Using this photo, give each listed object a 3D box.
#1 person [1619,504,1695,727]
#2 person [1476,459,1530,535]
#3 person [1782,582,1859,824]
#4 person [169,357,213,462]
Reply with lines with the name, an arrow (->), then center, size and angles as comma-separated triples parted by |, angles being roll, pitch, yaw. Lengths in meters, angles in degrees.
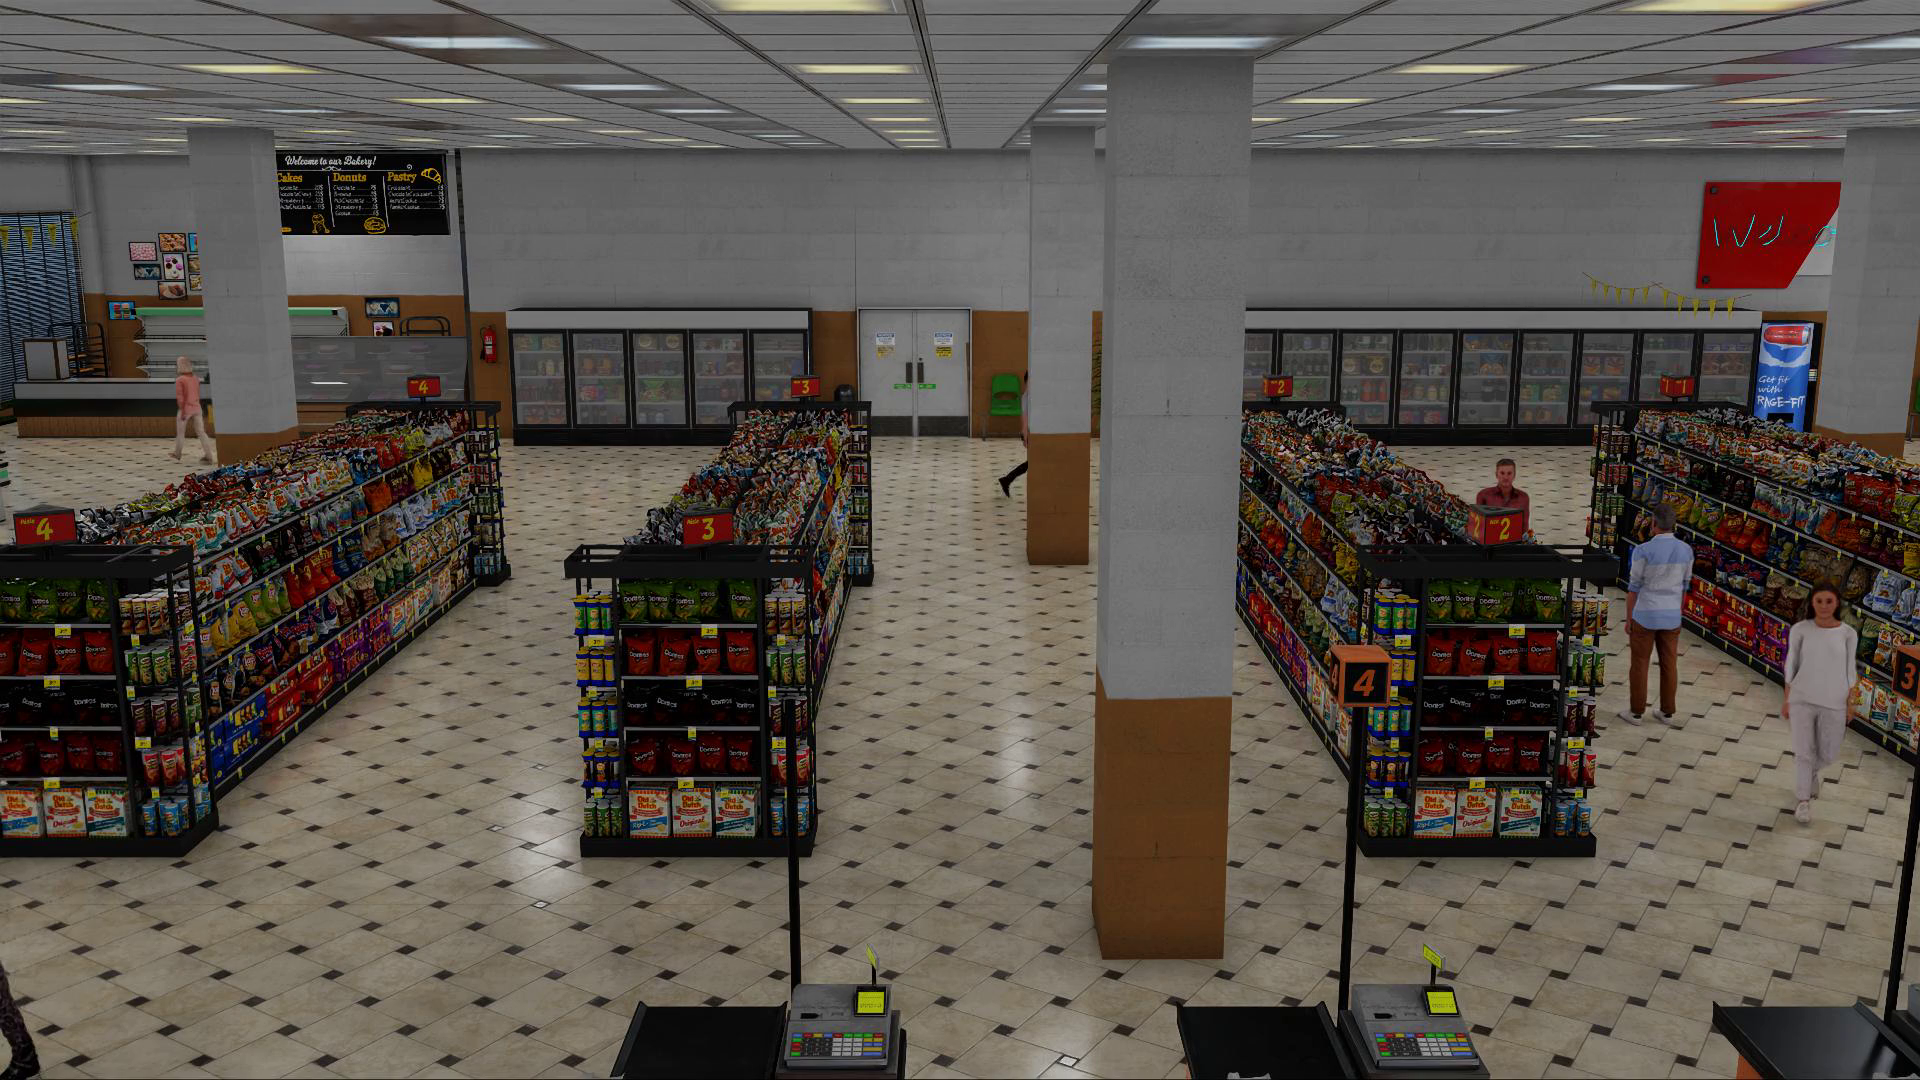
person -> 5.687, 0.610, 13.573 | 0.695, 1.824, 0.605 | -1, 12, -7
person -> 5.148, 0.121, 15.880 | 0.717, 1.831, 0.598 | 2, 12, 9
person -> 5.962, 1.108, 11.569 | 0.792, 1.674, 0.964 | 5, 13, 21
person -> -12.215, -2.039, 26.525 | 0.997, 1.671, 1.152 | 5, 13, 24
